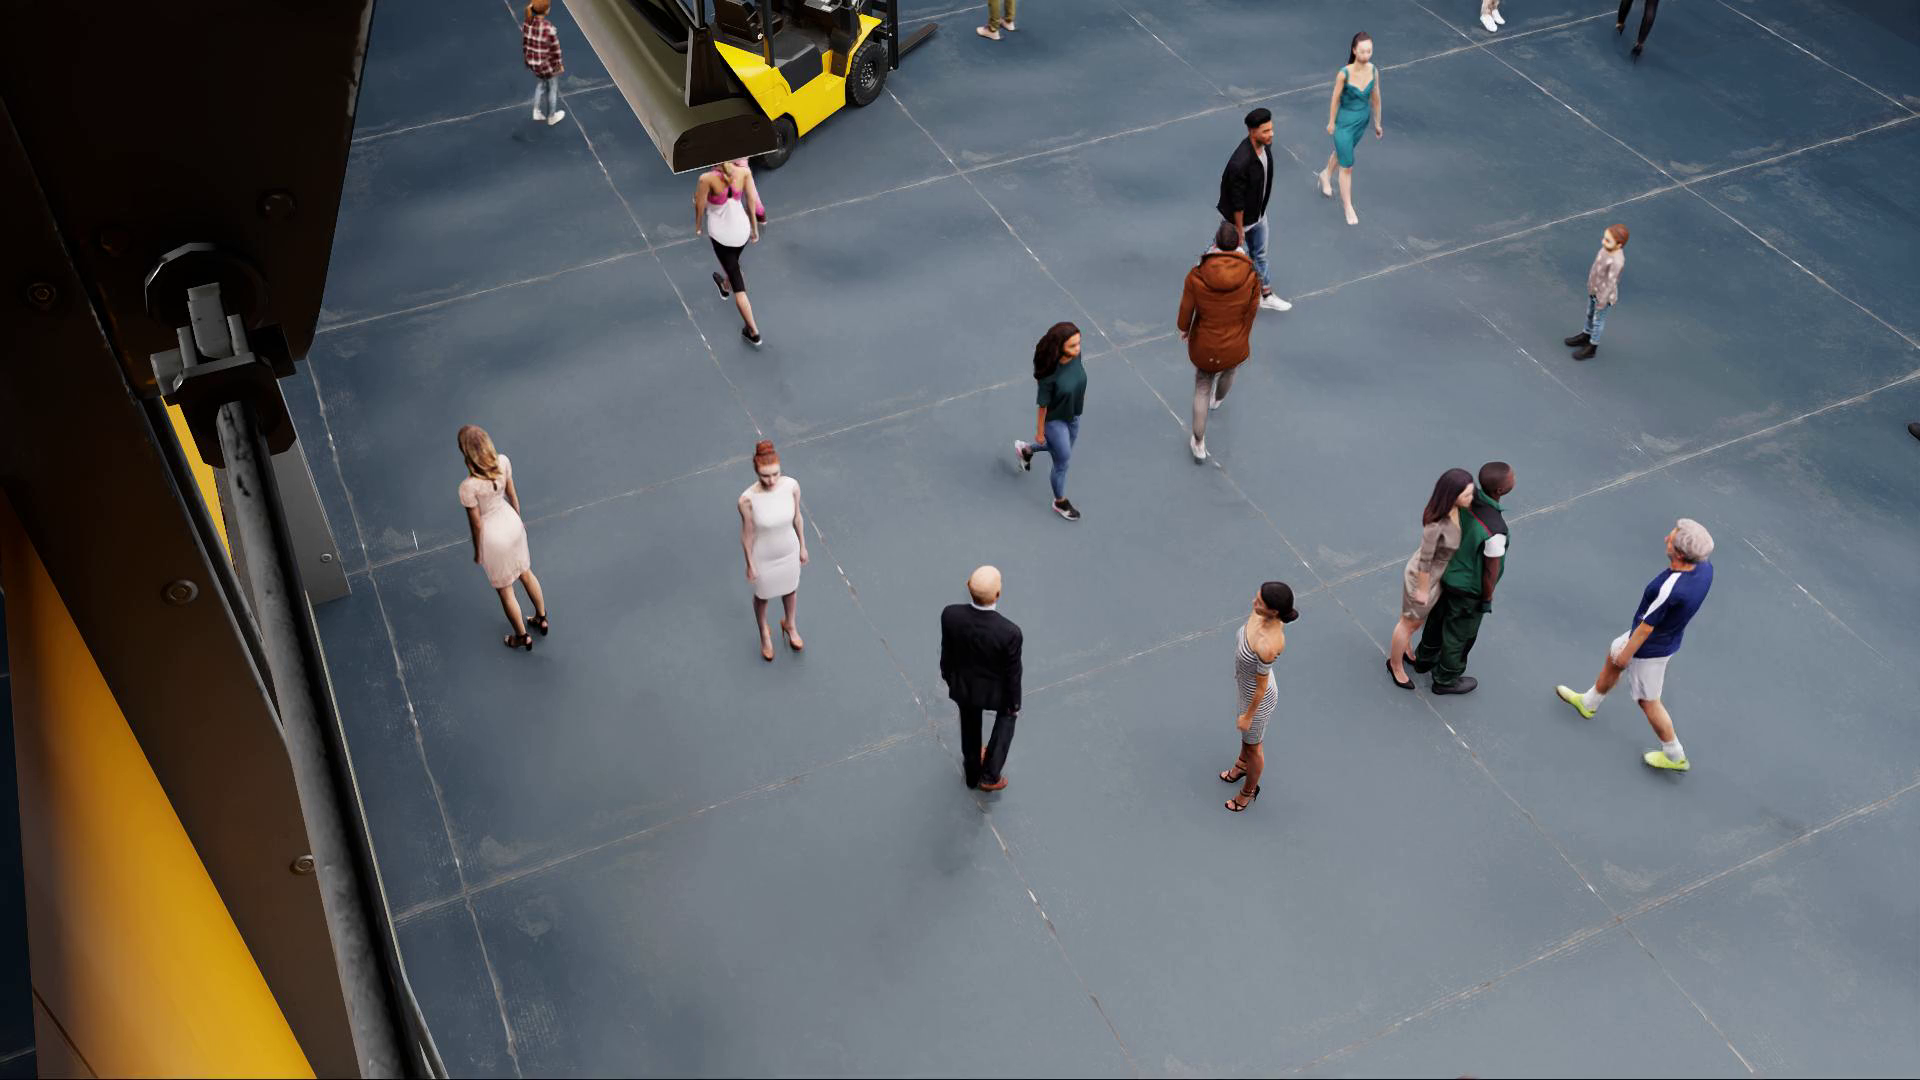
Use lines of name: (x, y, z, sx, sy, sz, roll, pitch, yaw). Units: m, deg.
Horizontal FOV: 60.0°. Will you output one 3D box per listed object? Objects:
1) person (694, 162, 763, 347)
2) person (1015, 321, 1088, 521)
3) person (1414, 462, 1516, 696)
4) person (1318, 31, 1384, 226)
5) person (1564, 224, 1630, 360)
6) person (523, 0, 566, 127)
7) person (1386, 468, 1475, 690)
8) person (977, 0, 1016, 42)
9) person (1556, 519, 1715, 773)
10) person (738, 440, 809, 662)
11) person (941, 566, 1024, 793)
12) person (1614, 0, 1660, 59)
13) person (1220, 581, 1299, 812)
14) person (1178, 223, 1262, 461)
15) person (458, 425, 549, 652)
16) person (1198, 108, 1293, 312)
person: (-1.779, -2.320, 13.098, 0.691, 1.734, 1.175, -23, 48, -22)
person: (0.639, -0.891, 11.697, 1.008, 1.598, 0.796, 34, 53, 31)
person: (3.146, 0.229, 10.346, 0.765, 1.839, 0.573, -13, 45, -13)
person: (3.391, -3.659, 14.574, 0.663, 1.638, 1.046, -12, 45, -13)
person: (5.076, -1.976, 13.129, 0.589, 1.194, 0.483, -3, 44, -3)
person: (-3.977, -4.500, 15.708, 0.673, 1.290, 0.737, 15, 46, 15)
person: (2.933, 0.217, 10.427, 0.691, 1.746, 0.673, 23, 48, 22)
person: (0.412, -6.020, 16.927, 0.717, 1.809, 0.755, 31, 52, 29)
person: (4.214, 0.660, 9.923, 1.261, 1.800, 0.949, 32, 52, 29)
person: (-1.173, 0.084, 10.533, 0.576, 1.792, 0.484, -19, 47, -19)
person: (0.100, 0.889, 9.690, 0.820, 1.789, 0.874, 12, 45, 13)
person: (6.933, -5.641, 16.665, 0.979, 1.623, 1.075, 10, 45, 10)
person: (1.721, 0.899, 9.655, 0.733, 1.823, 0.616, 1, 44, 1)
person: (1.872, -1.375, 12.070, 1.053, 1.784, 1.211, 6, 44, 6)
person: (-2.924, 0.005, 10.601, 0.674, 1.813, 0.655, 23, 48, 22)
person: (2.211, -2.694, 13.468, 1.274, 1.766, 1.031, 29, 51, 27)
